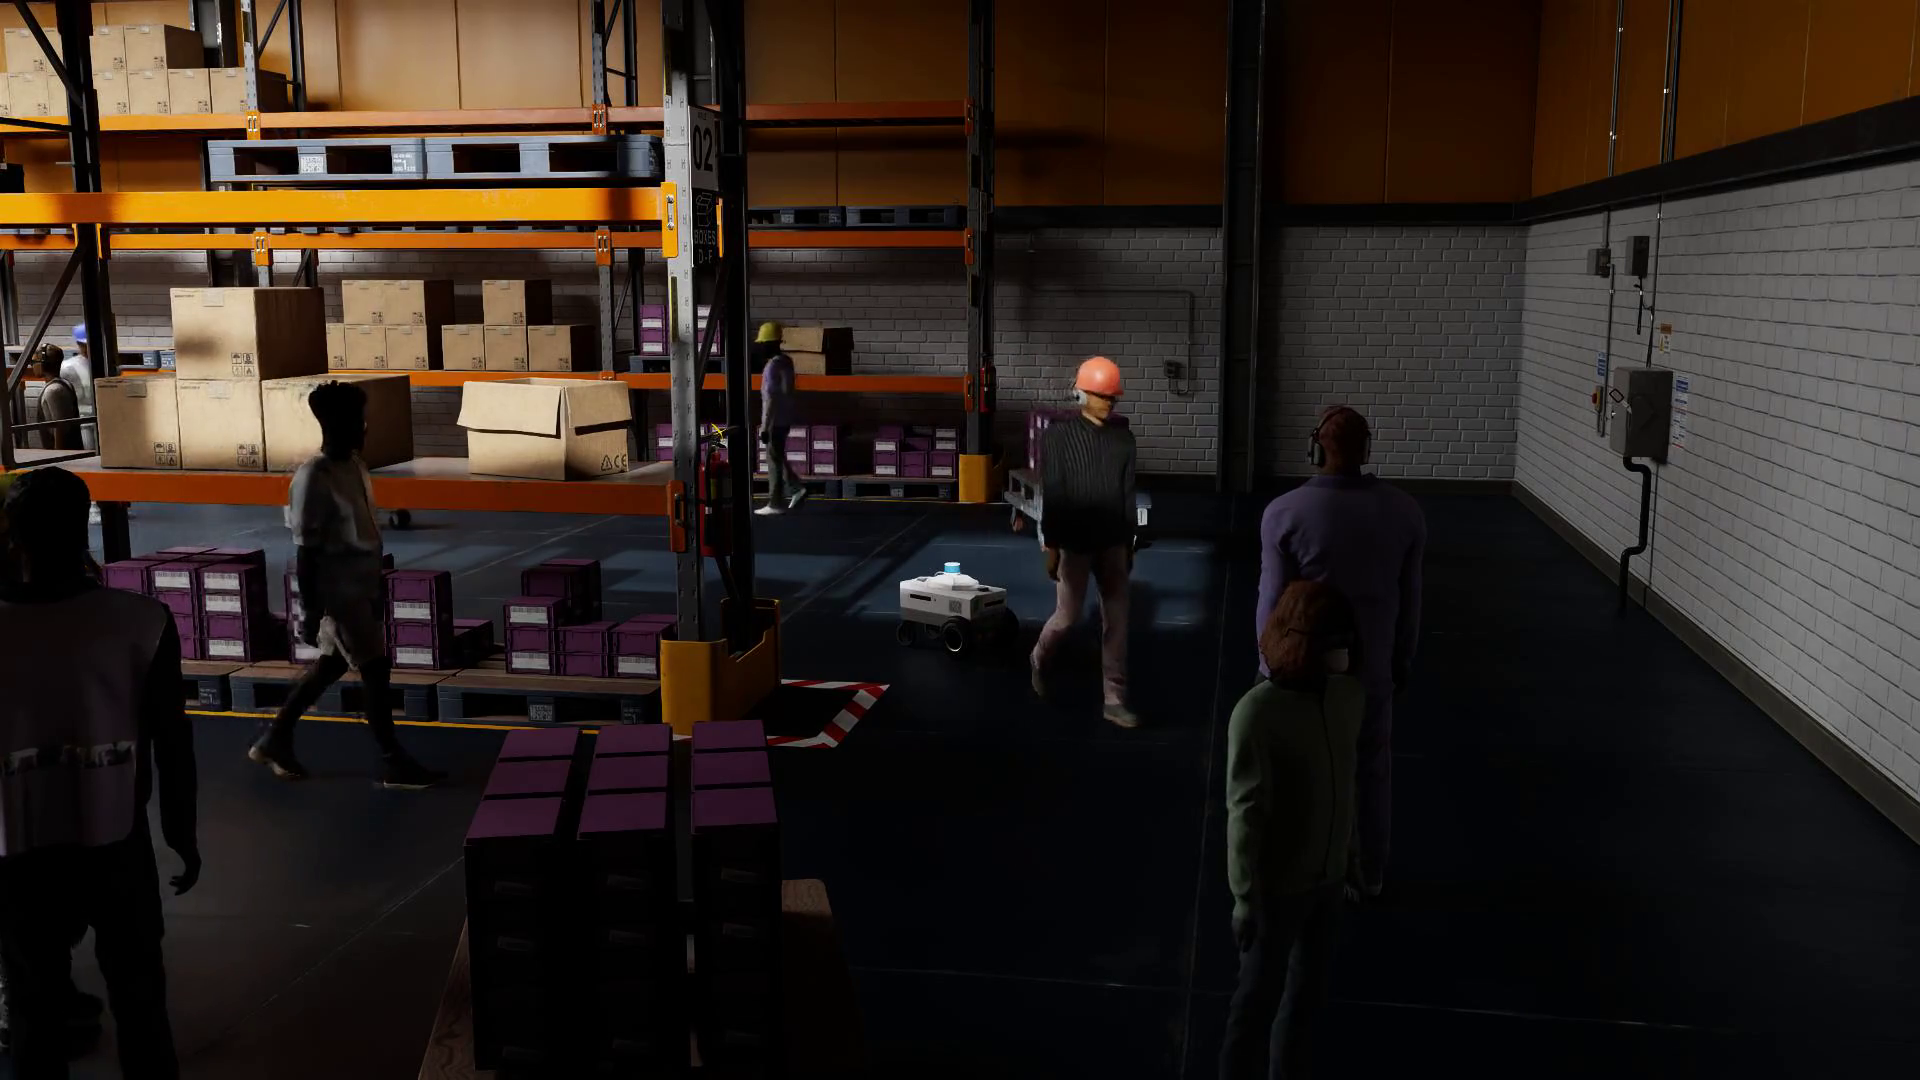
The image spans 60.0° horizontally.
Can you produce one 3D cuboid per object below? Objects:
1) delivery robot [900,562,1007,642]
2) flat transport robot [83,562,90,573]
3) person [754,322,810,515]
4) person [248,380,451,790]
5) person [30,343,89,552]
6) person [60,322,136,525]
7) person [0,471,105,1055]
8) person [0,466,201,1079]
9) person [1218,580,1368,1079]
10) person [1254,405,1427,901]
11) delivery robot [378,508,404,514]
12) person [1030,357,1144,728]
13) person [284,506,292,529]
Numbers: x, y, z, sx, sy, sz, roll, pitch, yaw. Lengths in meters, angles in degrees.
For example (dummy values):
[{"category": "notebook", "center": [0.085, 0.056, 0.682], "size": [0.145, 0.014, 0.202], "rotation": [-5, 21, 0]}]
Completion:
[{"category": "delivery robot", "center": [-0.050, 0.386, 10.593], "size": [0.707, 0.478, 0.477], "rotation": [8, 12, 41]}, {"category": "flat transport robot", "center": [-7.576, 0.218, 12.806], "size": [1.431, 0.197, 0.652], "rotation": [-1, 9, -6]}, {"category": "person", "center": [-1.803, -1.184, 16.403], "size": [0.441, 1.914, 0.618], "rotation": [2, 9, 11]}, {"category": "person", "center": [-2.924, 0.212, 7.727], "size": [0.973, 1.930, 0.612], "rotation": [0, 9, 0]}, {"category": "person", "center": [-7.212, -0.652, 13.335], "size": [0.327, 1.843, 0.516], "rotation": [-3, 10, -19]}, {"category": "person", "center": [-8.294, -1.118, 15.949], "size": [0.450, 1.936, 0.655], "rotation": [8, 12, 41]}, {"category": "person", "center": [-2.837, 0.690, 5.095], "size": [0.442, 1.812, 0.616], "rotation": [-2, 9, -15]}, {"category": "person", "center": [-2.284, 0.770, 4.284], "size": [0.596, 1.916, 0.374], "rotation": [-3, 10, -20]}, {"category": "person", "center": [0.881, 0.904, 4.335], "size": [0.507, 1.632, 0.268], "rotation": [-8, 12, -40]}, {"category": "person", "center": [1.422, 0.443, 6.336], "size": [0.642, 1.913, 0.409], "rotation": [-1, 9, -8]}, {"category": "delivery robot", "center": [-5.552, -0.420, 15.596], "size": [0.707, 0.478, 0.477], "rotation": [-1, 9, -7]}, {"category": "person", "center": [0.680, -0.007, 8.943], "size": [0.624, 1.967, 0.738], "rotation": [-5, 10, -26]}, {"category": "person", "center": [-6.157, -0.896, 15.521], "size": [0.414, 1.621, 0.523], "rotation": [0, 9, 1]}]
